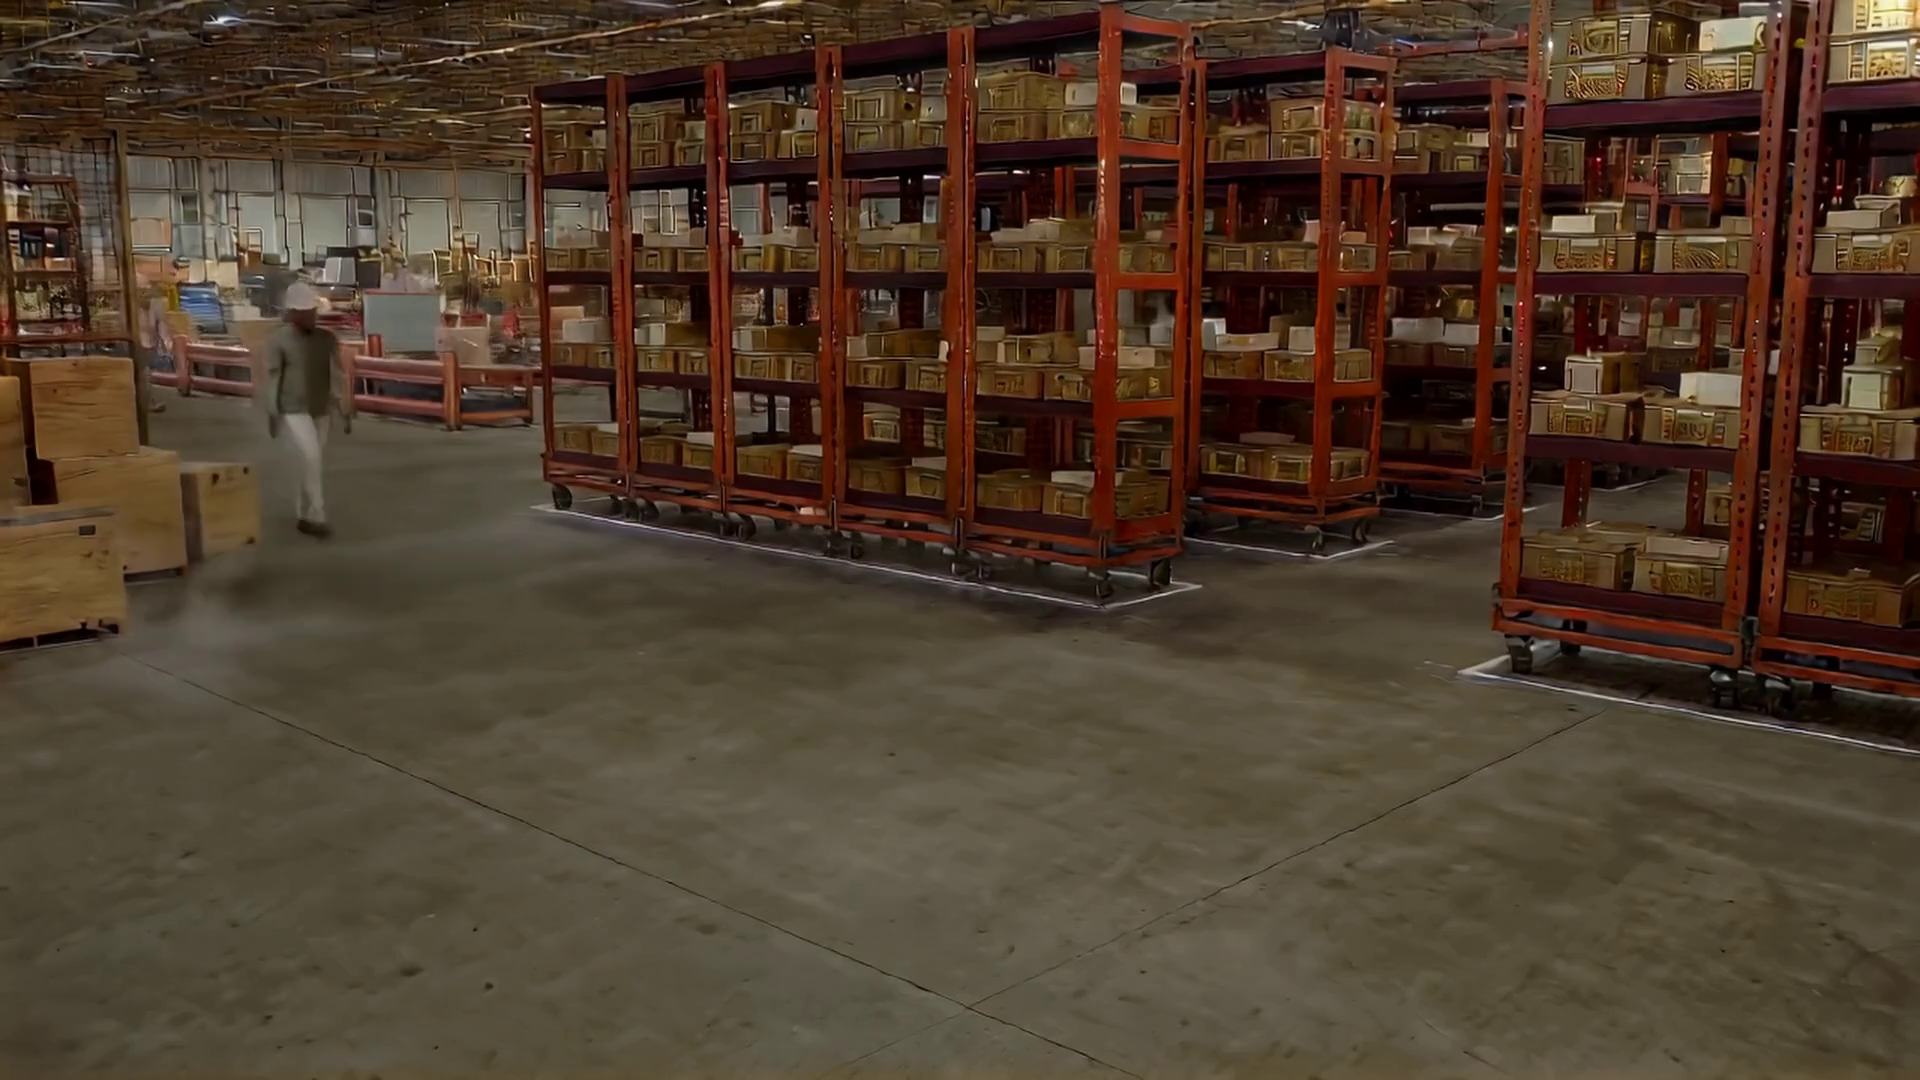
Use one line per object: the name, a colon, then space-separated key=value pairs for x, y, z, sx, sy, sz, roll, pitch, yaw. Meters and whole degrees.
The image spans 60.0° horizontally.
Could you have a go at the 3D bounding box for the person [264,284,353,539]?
person: x=-4.940 y=-0.982 z=12.803 sx=0.827 sy=1.944 sz=0.651 roll=6 pitch=11 yaw=32

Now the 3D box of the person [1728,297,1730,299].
person: x=20.530 y=-6.125 z=44.964 sx=0.562 sy=1.747 sz=0.435 roll=-1 pitch=9 yaw=-3

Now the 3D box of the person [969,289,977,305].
person: x=0.310 y=-6.900 z=48.828 sx=0.381 sy=2.039 sz=0.606 roll=3 pitch=10 yaw=15

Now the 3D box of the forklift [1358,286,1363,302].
forklift: x=11.100 y=-7.017 z=46.970 sx=1.873 sy=2.768 sz=1.129 roll=9 pitch=13 yaw=43

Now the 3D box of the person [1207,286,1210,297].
person: x=8.595 y=-7.944 z=56.334 sx=0.686 sy=1.669 sz=0.541 roll=-2 pitch=9 yaw=-13

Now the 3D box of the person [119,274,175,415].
person: x=-11.615 y=-2.790 z=23.778 sx=1.048 sy=1.985 sz=0.612 roll=7 pitch=12 yaw=37

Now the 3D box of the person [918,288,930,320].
person: x=-0.978 y=-5.635 z=41.753 sx=0.406 sy=1.821 sz=0.600 roll=-4 pitch=10 yaw=-21

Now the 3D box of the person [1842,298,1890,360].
person: x=9.540 y=-1.706 z=17.737 sx=0.885 sy=1.782 sz=0.616 roll=0 pitch=9 yaw=1

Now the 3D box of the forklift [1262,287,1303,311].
forklift: x=10.769 y=-8.203 z=54.240 sx=1.129 sy=2.768 sz=1.873 roll=8 pitch=12 yaw=42

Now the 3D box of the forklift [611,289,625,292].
forklift: x=-17.150 y=-13.328 z=85.659 sx=1.873 sy=2.768 sz=1.129 roll=1 pitch=9 yaw=9

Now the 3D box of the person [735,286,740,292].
person: x=-9.844 y=-10.837 z=73.391 sx=0.447 sy=1.897 sz=0.620 roll=-5 pitch=10 yaw=-27

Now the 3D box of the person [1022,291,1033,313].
person: x=0.903 y=-2.118 z=20.138 sx=0.595 sy=1.826 sz=0.446 roll=7 pitch=12 yaw=36
